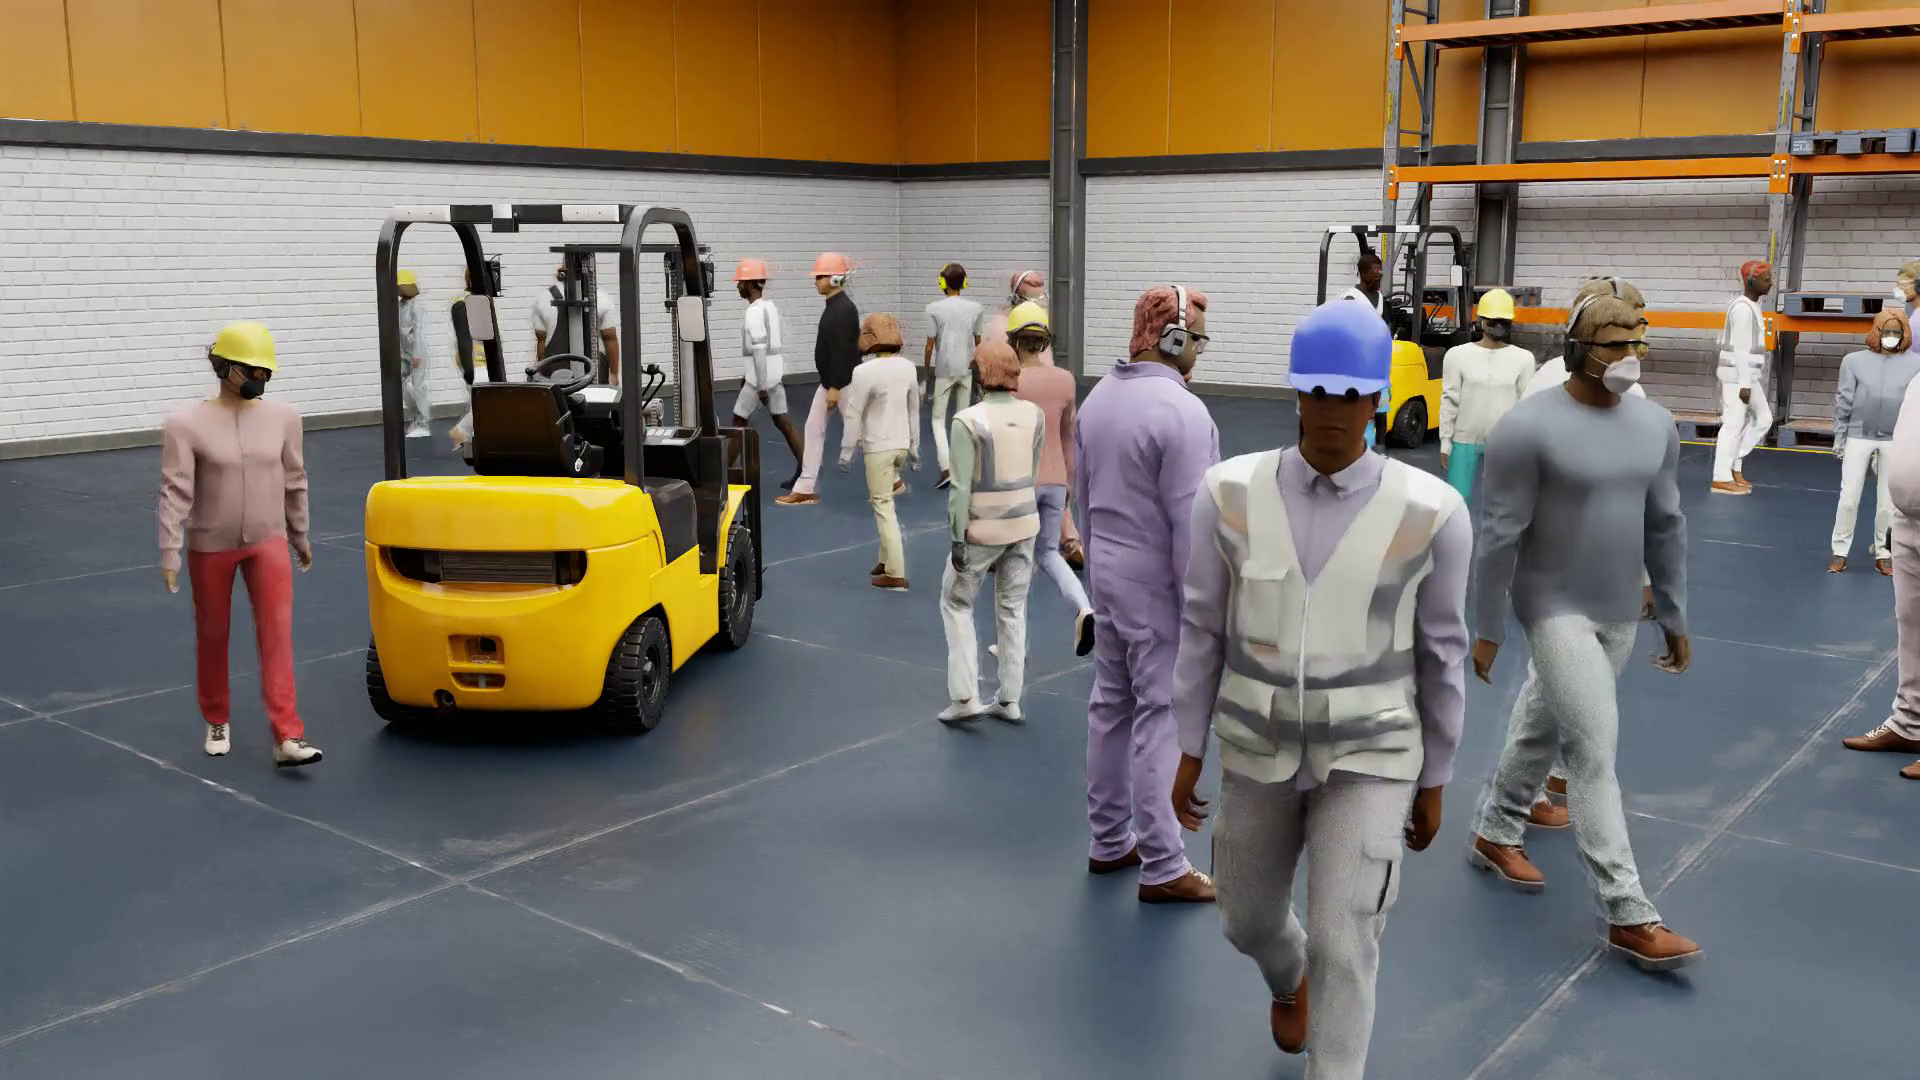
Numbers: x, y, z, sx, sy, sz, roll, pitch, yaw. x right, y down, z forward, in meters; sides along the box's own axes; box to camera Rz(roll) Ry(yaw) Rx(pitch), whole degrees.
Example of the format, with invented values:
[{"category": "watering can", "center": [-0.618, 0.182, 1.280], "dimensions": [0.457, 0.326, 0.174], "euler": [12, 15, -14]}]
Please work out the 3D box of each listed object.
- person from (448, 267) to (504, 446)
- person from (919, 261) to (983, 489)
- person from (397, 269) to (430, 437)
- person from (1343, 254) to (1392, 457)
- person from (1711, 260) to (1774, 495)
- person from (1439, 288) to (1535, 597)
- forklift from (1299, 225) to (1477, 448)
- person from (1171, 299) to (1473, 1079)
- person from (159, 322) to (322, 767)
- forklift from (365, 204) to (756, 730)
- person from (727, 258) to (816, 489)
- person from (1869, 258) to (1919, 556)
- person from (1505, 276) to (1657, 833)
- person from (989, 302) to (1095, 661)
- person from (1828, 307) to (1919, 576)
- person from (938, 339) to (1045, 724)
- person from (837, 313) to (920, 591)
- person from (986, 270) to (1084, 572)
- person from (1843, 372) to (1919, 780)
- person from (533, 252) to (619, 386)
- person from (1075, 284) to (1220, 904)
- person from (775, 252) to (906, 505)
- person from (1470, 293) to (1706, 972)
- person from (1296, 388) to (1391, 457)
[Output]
[{"category": "person", "center": [-4.456, -1.615, 15.253], "dimensions": [0.544, 1.832, 0.639], "euler": [2, 10, 10]}, {"category": "person", "center": [-0.071, -1.345, 13.663], "dimensions": [0.569, 1.876, 0.459], "euler": [-3, 11, -15]}, {"category": "person", "center": [-5.680, -1.915, 17.165], "dimensions": [0.486, 1.731, 0.380], "euler": [8, 13, 39]}, {"category": "person", "center": [3.724, -1.647, 15.196], "dimensions": [0.621, 1.898, 0.570], "euler": [-10, 14, -44]}, {"category": "person", "center": [6.269, -1.284, 13.269], "dimensions": [0.436, 1.868, 0.613], "euler": [7, 12, 32]}, {"category": "person", "center": [3.004, -0.550, 9.516], "dimensions": [0.526, 1.764, 0.329], "euler": [1, 10, 6]}, {"category": "forklift", "center": [4.449, -2.115, 16.993], "dimensions": [1.214, 2.155, 2.313], "euler": [8, 13, 38]}, {"category": "person", "center": [0.790, 0.434, 3.647], "dimensions": [0.614, 1.921, 0.805], "euler": [5, 11, 24]}, {"category": "person", "center": [-2.744, 0.037, 6.371], "dimensions": [0.575, 1.709, 0.896], "euler": [-8, 13, -36]}, {"category": "forklift", "center": [-1.766, -0.406, 7.525], "dimensions": [1.214, 2.155, 2.313], "euler": [1, 10, 7]}, {"category": "person", "center": [-1.650, -1.329, 13.519], "dimensions": [1.020, 1.885, 0.563], "euler": [2, 10, 12]}, {"category": "person", "center": [6.081, -0.825, 10.608], "dimensions": [0.578, 1.915, 0.655], "euler": [6, 12, 32]}, {"category": "person", "center": [2.169, 0.072, 5.659], "dimensions": [0.696, 1.913, 0.635], "euler": [0, 10, -2]}, {"category": "person", "center": [0.381, -0.252, 7.897], "dimensions": [0.535, 1.744, 0.574], "euler": [-7, 12, -33]}, {"category": "person", "center": [5.588, -0.595, 10.128], "dimensions": [0.499, 1.633, 0.284], "euler": [4, 11, 23]}, {"category": "person", "center": [0.124, -0.023, 6.963], "dimensions": [0.523, 1.633, 0.414], "euler": [-7, 13, -36]}, {"category": "person", "center": [-0.500, -0.516, 9.746], "dimensions": [0.558, 1.615, 0.502], "euler": [8, 13, 37]}, {"category": "person", "center": [0.463, -0.674, 9.962], "dimensions": [0.844, 1.858, 0.676], "euler": [5, 11, 27]}, {"category": "person", "center": [3.738, -0.047, 6.335], "dimensions": [0.411, 1.908, 0.643], "euler": [0, 10, -2]}, {"category": "person", "center": [-3.127, -1.409, 13.505], "dimensions": [0.693, 2.000, 0.809], "euler": [2, 10, 11]}, {"category": "person", "center": [0.615, 0.165, 5.180], "dimensions": [0.400, 1.901, 0.643], "euler": [-5, 11, -24]}, {"category": "person", "center": [-0.888, -1.225, 12.762], "dimensions": [1.005, 1.952, 0.624], "euler": [-4, 11, -19]}, {"category": "person", "center": [1.853, 0.227, 4.887], "dimensions": [0.647, 1.885, 1.009], "euler": [-4, 11, -23]}, {"category": "person", "center": [2.209, -0.527, 9.670], "dimensions": [0.531, 1.669, 0.766], "euler": [1, 10, 5]}]
